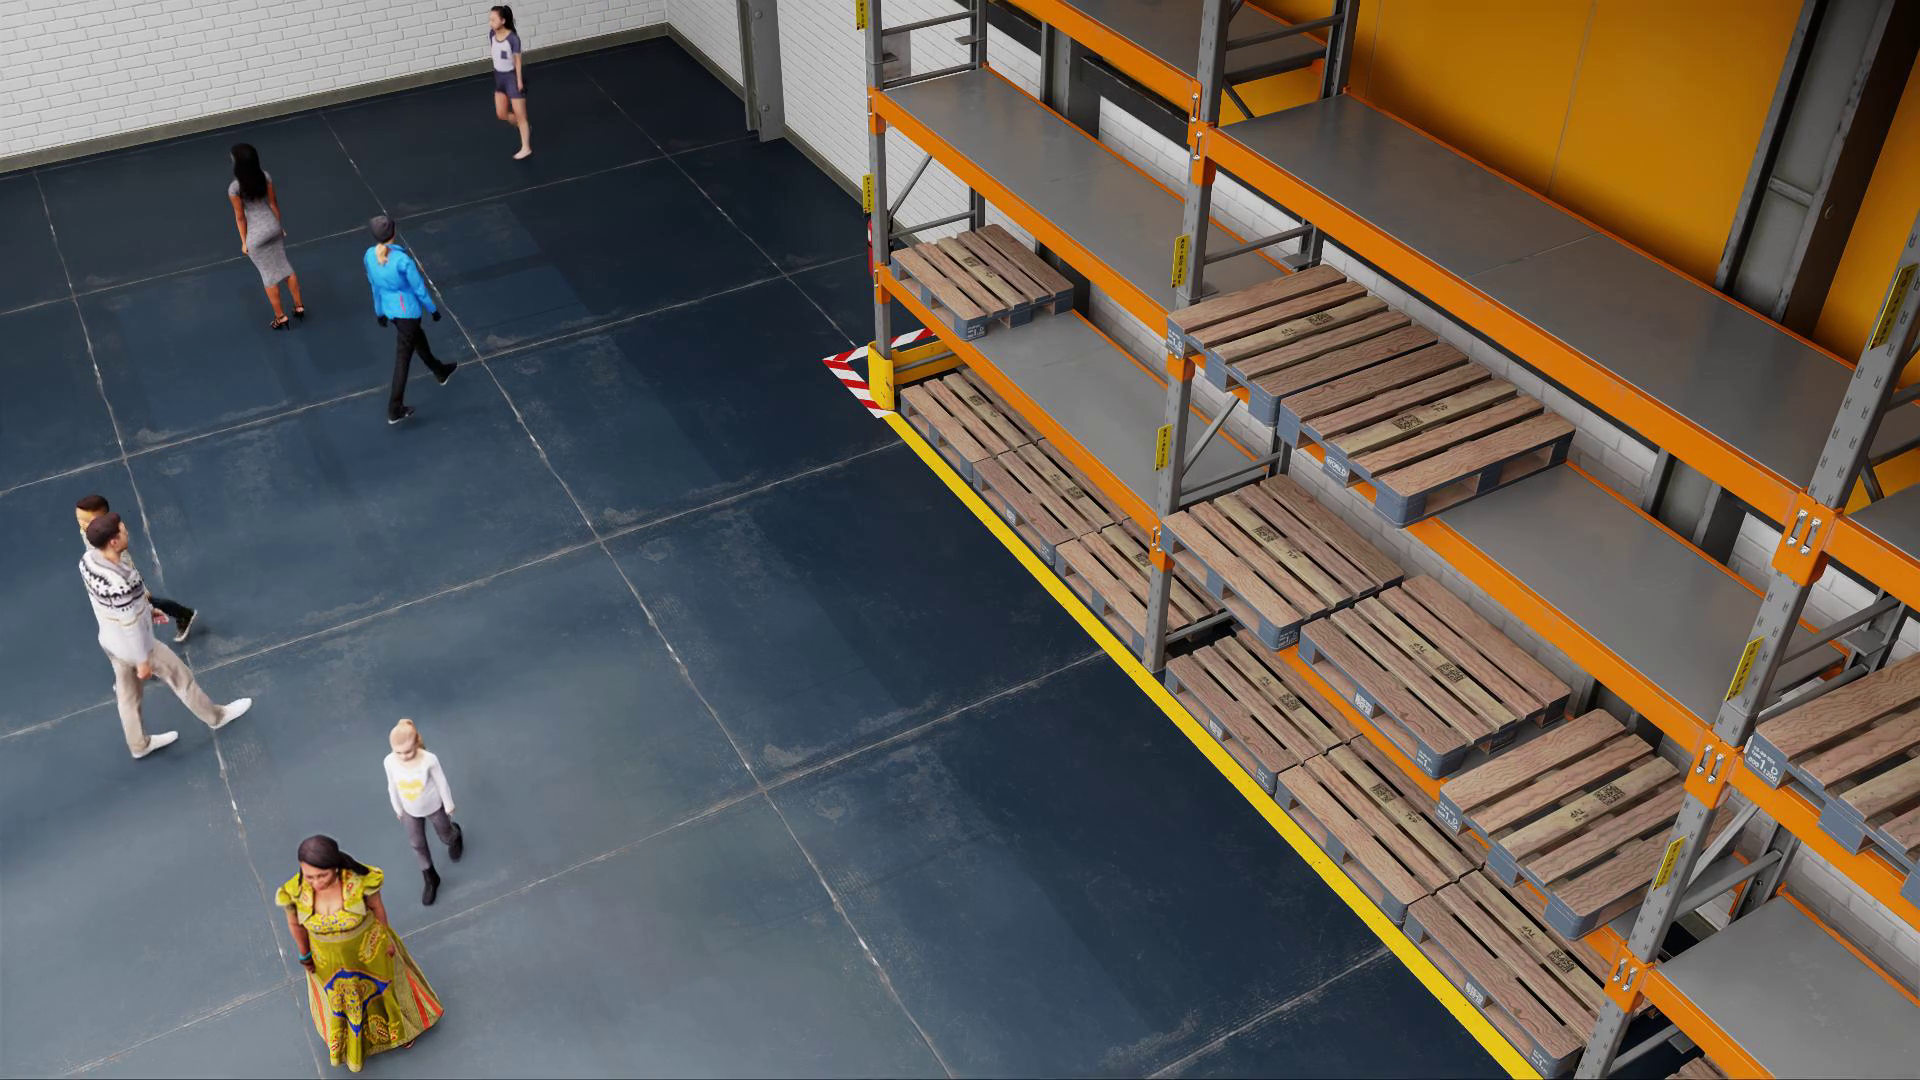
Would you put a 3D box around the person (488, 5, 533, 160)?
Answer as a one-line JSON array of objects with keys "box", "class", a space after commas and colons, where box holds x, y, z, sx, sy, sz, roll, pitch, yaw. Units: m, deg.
[{"box": [-4.696, -4.870, 17.612, 0.711, 1.642, 0.781, 23, 44, 26], "class": "person"}]

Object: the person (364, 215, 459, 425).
[{"box": [-4.617, -1.772, 13.649, 1.201, 1.747, 1.104, 18, 42, 21], "class": "person"}]

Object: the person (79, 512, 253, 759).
[{"box": [-5.324, 0.676, 10.516, 1.044, 1.831, 0.951, 28, 46, 30], "class": "person"}]

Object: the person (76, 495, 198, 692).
[{"box": [-5.644, 0.262, 11.348, 1.017, 1.438, 0.919, 23, 44, 26], "class": "person"}]

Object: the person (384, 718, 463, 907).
[{"box": [-3.173, 1.542, 9.880, 0.699, 1.271, 0.834, -1, 39, -2], "class": "person"}]

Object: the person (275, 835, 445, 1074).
[{"box": [-3.236, 2.143, 8.816, 0.913, 1.660, 0.851, -12, 40, -14], "class": "person"}]

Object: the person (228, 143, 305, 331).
[{"box": [-6.180, -2.695, 14.778, 0.656, 1.779, 0.661, 24, 45, 27], "class": "person"}]
